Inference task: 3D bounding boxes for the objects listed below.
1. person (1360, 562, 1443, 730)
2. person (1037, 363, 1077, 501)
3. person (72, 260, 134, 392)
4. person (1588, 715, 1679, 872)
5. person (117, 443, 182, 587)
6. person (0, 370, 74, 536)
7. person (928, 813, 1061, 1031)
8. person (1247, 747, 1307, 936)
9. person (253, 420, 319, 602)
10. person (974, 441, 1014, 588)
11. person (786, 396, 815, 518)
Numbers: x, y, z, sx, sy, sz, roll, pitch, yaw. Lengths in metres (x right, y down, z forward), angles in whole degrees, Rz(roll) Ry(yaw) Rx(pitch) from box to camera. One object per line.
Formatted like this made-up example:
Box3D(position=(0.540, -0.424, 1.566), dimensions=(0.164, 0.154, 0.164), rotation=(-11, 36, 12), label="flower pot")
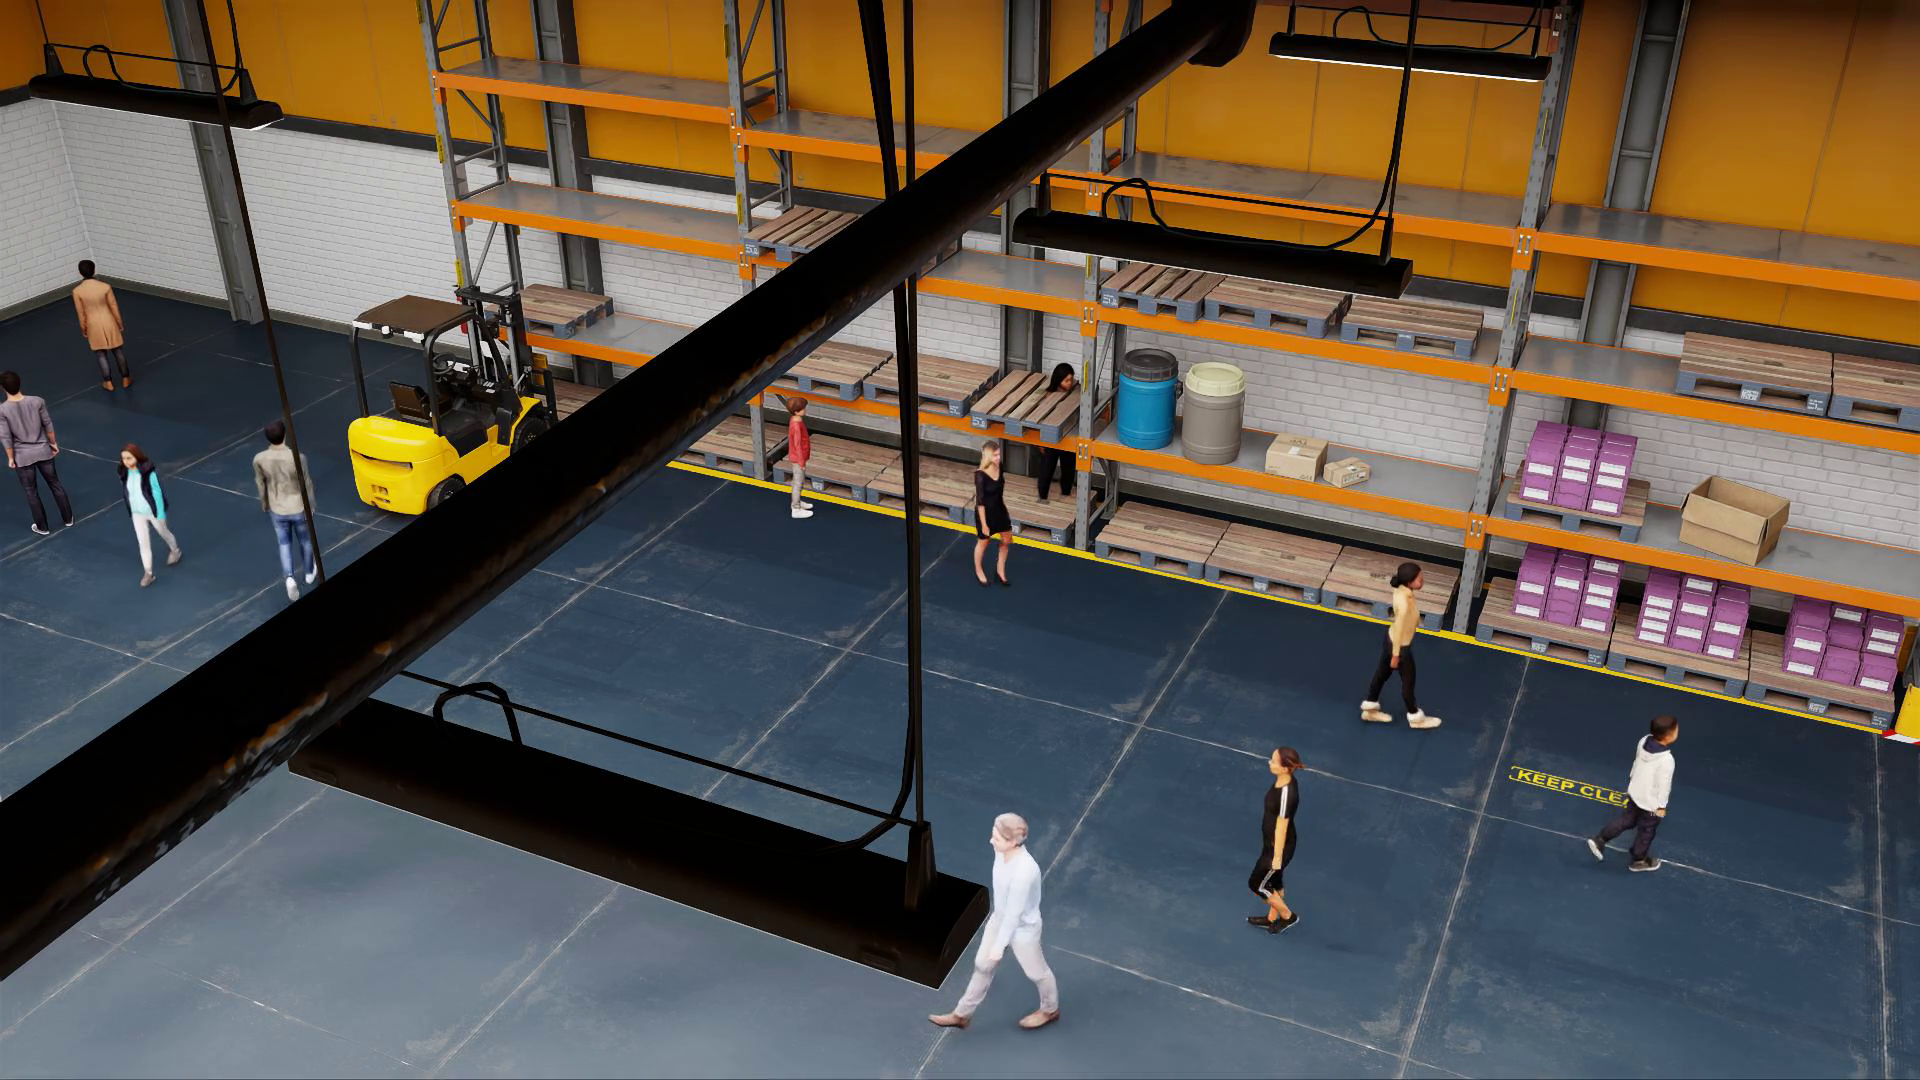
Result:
Box3D(position=(3.775, 0.924, 14.647), dimensions=(1.014, 1.642, 0.791), rotation=(4, 29, 7), label="person")
Box3D(position=(1.081, -1.107, 18.190), dimensions=(0.776, 1.814, 0.825), rotation=(-12, 31, -21), label="person")
Box3D(position=(-11.004, -2.758, 21.310), dimensions=(0.761, 1.726, 0.796), rotation=(-16, 32, -27), label="person")
Box3D(position=(5.270, 1.984, 12.916), dimensions=(0.925, 1.440, 0.821), rotation=(-3, 29, -6), label="person")
Box3D(position=(-8.323, -0.328, 17.132), dimensions=(0.988, 1.462, 0.874), rotation=(2, 29, 3), label="person")
Box3D(position=(-9.970, -0.952, 17.865), dimensions=(0.667, 1.854, 0.735), rotation=(25, 37, 37), label="person")
Box3D(position=(0.472, 2.626, 11.314), dimensions=(1.197, 1.846, 1.161), rotation=(-11, 31, -20), label="person")
Box3D(position=(2.413, 2.238, 12.220), dimensions=(0.685, 1.659, 0.655), rotation=(6, 29, 11), label="person")
Box3D(position=(-6.739, -0.275, 16.633), dimensions=(1.112, 1.846, 1.123), rotation=(-6, 29, -10), label="person")
Box3D(position=(0.243, -0.271, 16.820), dimensions=(0.725, 1.658, 0.686), rotation=(24, 37, 37), label="person")
Box3D(position=(-1.785, -0.930, 18.282), dimensions=(0.615, 1.415, 0.580), rotation=(-5, 29, -9), label="person")
